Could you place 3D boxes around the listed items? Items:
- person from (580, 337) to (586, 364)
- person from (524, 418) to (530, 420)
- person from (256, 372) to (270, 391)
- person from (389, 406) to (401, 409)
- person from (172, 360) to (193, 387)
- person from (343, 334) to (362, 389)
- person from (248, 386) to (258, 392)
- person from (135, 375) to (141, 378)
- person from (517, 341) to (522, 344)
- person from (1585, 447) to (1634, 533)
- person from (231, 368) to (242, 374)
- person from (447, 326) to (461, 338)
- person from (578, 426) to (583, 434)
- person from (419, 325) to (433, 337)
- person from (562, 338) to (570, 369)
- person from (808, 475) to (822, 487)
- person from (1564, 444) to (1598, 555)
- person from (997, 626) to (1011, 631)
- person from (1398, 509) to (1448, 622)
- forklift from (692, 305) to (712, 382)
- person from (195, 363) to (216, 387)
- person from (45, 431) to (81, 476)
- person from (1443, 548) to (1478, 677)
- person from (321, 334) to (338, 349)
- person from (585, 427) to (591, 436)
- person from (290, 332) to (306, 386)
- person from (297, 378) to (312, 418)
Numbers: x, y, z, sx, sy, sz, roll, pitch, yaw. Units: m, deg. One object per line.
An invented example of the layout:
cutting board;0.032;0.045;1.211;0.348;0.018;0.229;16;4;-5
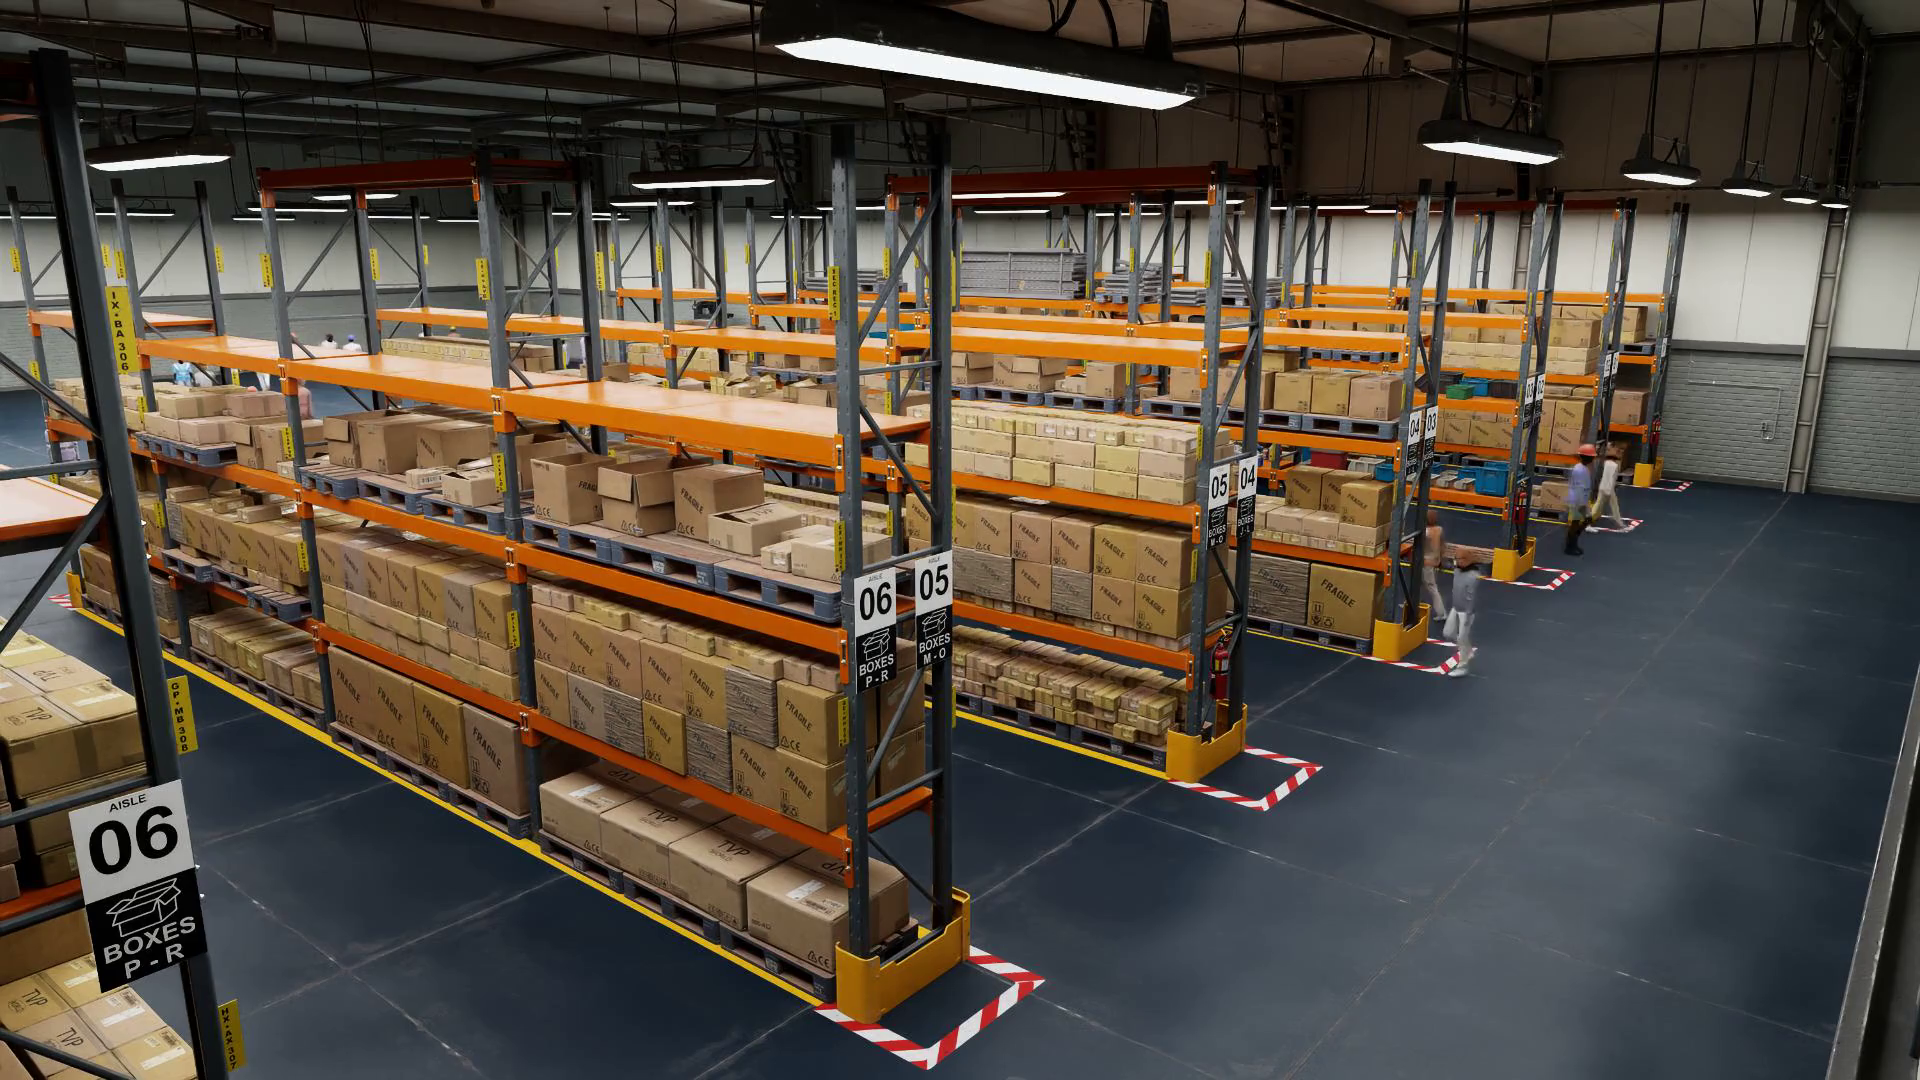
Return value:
person;-13.892;-6.881;46.975;0.407;1.902;0.638;-1;14;-2
person;-11.579;-3.495;33.084;0.775;1.901;0.374;-5;14;-19
person;-24.102;-5.967;43.406;0.632;1.815;0.583;-8;16;-31
person;-16.628;-4.416;36.760;0.628;1.936;0.375;-8;16;-28
person;-24.785;-5.117;40.176;0.538;1.680;0.573;-12;18;-40
person;-21.480;-6.316;44.595;0.620;1.926;0.715;-3;14;-12
person;-16.380;-2.607;29.312;0.360;1.939;0.543;-3;14;-12
person;-22.282;-3.691;34.398;0.311;1.638;0.523;-11;17;-37
person;-14.701;-5.743;42.256;0.587;1.920;0.391;0;14;-1
person;11.915;-0.911;23.056;0.877;1.577;0.520;2;14;8
person;-24.544;-5.778;42.503;0.316;1.870;0.531;10;17;36
person;-20.585;-7.844;51.326;0.528;1.714;0.944;-4;14;-15
person;-9.834;-3.499;33.134;0.959;1.884;0.537;-6;15;-22
person;-21.520;-7.773;50.798;0.591;1.828;0.404;-13;19;-43
person;-14.029;-6.388;44.948;0.828;1.903;0.591;-2;14;-10
person;-2.854;-1.530;25.024;0.328;1.874;0.515;12;18;41
person;10.583;-0.684;21.436;0.417;1.921;0.555;11;17;37
person;0.711;0.375;17.451;0.312;1.744;0.487;10;17;36
person;6.660;0.344;17.907;0.523;1.591;0.894;-9;16;-33
forklift;-9.511;-7.392;47.124;1.873;2.768;1.129;11;17;38
person;-21.436;-4.145;35.897;0.524;1.808;0.962;-7;16;-28
person;-18.046;-1.655;25.400;0.365;1.935;0.553;9;16;32
person;6.224;0.893;15.592;0.379;1.614;0.534;-3;14;-12
person;-23.262;-6.712;46.523;0.959;1.808;0.617;12;18;40
person;-9.135;-3.066;31.229;0.595;1.923;0.377;7;15;25
person;-23.627;-6.383;44.774;0.617;1.979;0.542;-12;18;-40
person;-16.793;-3.222;32.004;0.933;1.874;0.651;9;16;34
